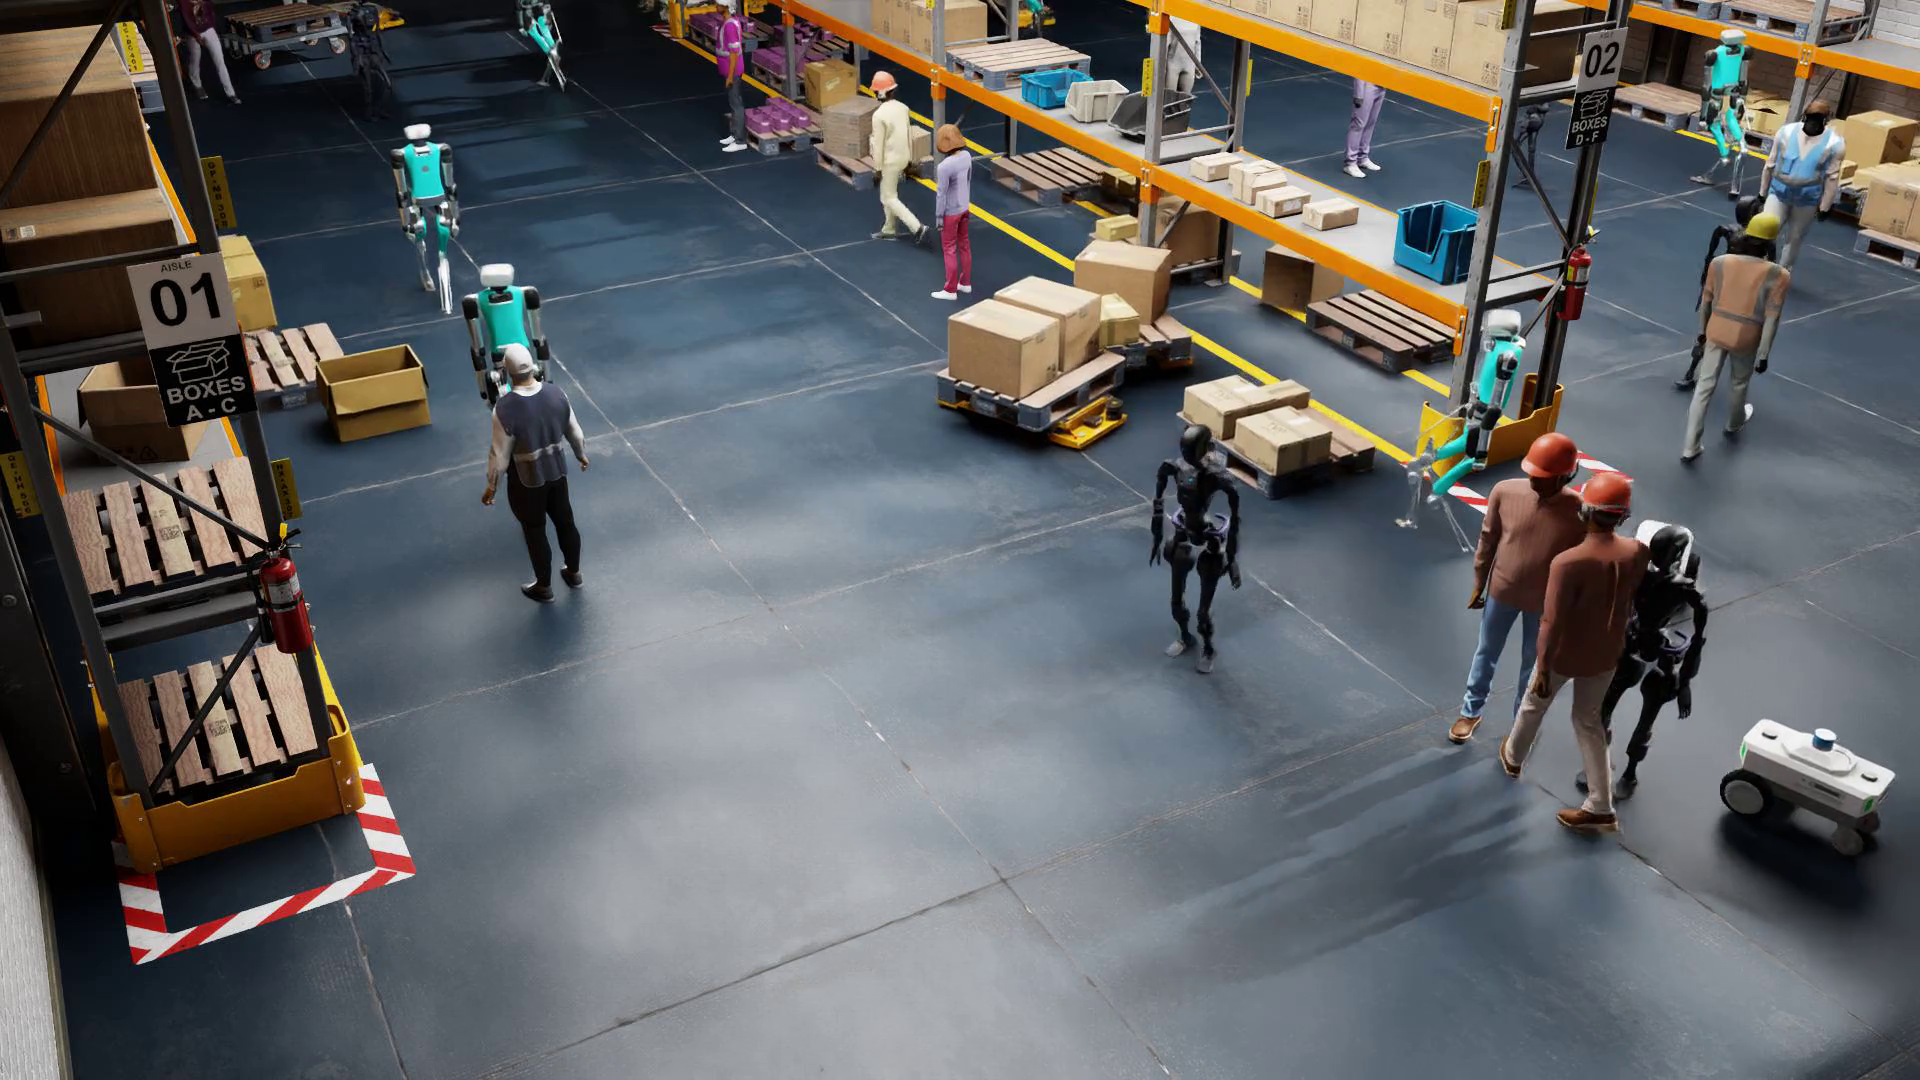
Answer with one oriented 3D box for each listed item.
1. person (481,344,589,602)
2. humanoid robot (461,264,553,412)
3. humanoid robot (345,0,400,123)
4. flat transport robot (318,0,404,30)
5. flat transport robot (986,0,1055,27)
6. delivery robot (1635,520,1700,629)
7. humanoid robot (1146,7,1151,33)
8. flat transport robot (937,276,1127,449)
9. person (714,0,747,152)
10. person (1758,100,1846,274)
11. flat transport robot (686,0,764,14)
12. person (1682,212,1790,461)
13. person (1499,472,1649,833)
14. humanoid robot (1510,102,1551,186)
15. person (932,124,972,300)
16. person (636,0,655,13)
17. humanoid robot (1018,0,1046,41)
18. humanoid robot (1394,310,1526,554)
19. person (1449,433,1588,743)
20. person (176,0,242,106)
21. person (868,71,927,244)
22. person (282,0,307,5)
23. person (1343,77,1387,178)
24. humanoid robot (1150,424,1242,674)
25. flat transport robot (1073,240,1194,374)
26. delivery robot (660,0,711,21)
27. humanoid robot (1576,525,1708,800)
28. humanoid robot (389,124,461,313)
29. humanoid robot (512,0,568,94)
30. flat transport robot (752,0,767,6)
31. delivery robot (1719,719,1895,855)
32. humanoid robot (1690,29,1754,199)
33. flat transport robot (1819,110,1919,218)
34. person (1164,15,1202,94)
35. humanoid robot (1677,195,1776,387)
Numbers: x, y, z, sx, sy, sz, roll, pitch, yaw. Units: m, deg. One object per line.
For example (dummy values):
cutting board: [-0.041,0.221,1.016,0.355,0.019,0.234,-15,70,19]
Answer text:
person: [-2.711,-0.429,10.660,0.443,1.755,0.770,26,38,37]
humanoid robot: [-3.078,-0.947,11.639,0.547,1.819,0.899,-10,31,-17]
humanoid robot: [-7.226,-5.941,20.340,0.502,1.638,0.585,13,32,22]
flat transport robot: [-9.139,-7.986,25.312,1.431,0.231,0.659,25,38,36]
flat transport robot: [0.914,-8.152,25.601,0.659,0.231,1.431,-9,31,-16]
delivery robot: [4.532,0.167,10.806,0.499,0.568,0.747,14,33,23]
humanoid robot: [2.747,-6.834,21.922,0.834,1.871,0.554,6,30,10]
flat transport robot: [0.568,-1.102,13.328,1.431,0.231,0.659,22,36,33]
person: [-2.675,-5.459,19.329,0.340,1.847,0.506,-5,30,-8]
person: [7.643,-3.109,15.257,0.660,1.824,0.601,19,35,29]
flat transport robot: [-3.827,-8.250,25.772,1.431,0.231,0.659,-16,33,-25]
person: [5.848,-1.559,12.504,0.596,1.874,0.980,22,37,33]
person: [3.260,0.586,8.713,0.614,1.941,0.904,-6,30,-10]
humanoid robot: [6.253,-4.675,18.128,0.359,1.648,0.605,12,32,20]
person: [-0.068,-3.009,15.284,0.288,1.629,0.498,18,35,28]
person: [-4.893,-9.021,25.659,0.592,1.720,0.430,21,36,32]
humanoid robot: [1.065,-7.777,23.508,0.569,1.772,0.933,-18,35,-28]
humanoid robot: [3.276,-0.723,11.238,0.839,1.789,0.559,7,31,12]
person: [3.117,0.300,9.161,0.611,1.991,0.388,16,34,26]
person: [-9.644,-6.489,21.094,1.088,1.886,0.472,26,39,37]
person: [-0.614,-3.761,16.483,0.644,1.730,0.577,13,32,21]
person: [-10.054,-8.670,24.936,0.431,1.837,0.625,15,33,24]
person: [4.588,-5.016,18.500,0.404,1.906,0.645,23,37,34]
humanoid robot: [1.434,0.036,9.947,0.611,1.642,0.410,17,34,27]
flat transport robot: [1.210,-1.605,14.204,1.431,0.231,0.659,-9,31,-15]
delivery robot: [-4.201,-8.237,25.479,0.810,0.612,0.499,-18,35,-29]
humanoid robot: [3.651,0.654,8.862,0.322,1.649,0.610,-23,37,-34]
humanoid robot: [-4.882,-2.995,15.179,0.530,1.776,0.960,-14,33,-22]
humanoid robot: [-5.367,-6.705,21.643,0.910,1.793,0.549,24,38,36]
flat transport robot: [-3.831,-8.566,26.321,1.431,0.231,0.659,-10,31,-17]
delivery robot: [4.544,1.276,8.904,0.499,0.598,0.802,-26,39,-38]
humanoid robot: [8.286,-4.520,17.850,0.586,1.768,0.998,-5,30,-9]
flat transport robot: [9.632,-3.524,17.544,0.659,0.231,1.431,-16,33,-25]
person: [2.568,-5.534,19.417,0.571,1.892,0.376,-12,32,-20]
humanoid robot: [6.297,-1.989,13.496,0.633,1.645,0.619,-24,38,-36]
